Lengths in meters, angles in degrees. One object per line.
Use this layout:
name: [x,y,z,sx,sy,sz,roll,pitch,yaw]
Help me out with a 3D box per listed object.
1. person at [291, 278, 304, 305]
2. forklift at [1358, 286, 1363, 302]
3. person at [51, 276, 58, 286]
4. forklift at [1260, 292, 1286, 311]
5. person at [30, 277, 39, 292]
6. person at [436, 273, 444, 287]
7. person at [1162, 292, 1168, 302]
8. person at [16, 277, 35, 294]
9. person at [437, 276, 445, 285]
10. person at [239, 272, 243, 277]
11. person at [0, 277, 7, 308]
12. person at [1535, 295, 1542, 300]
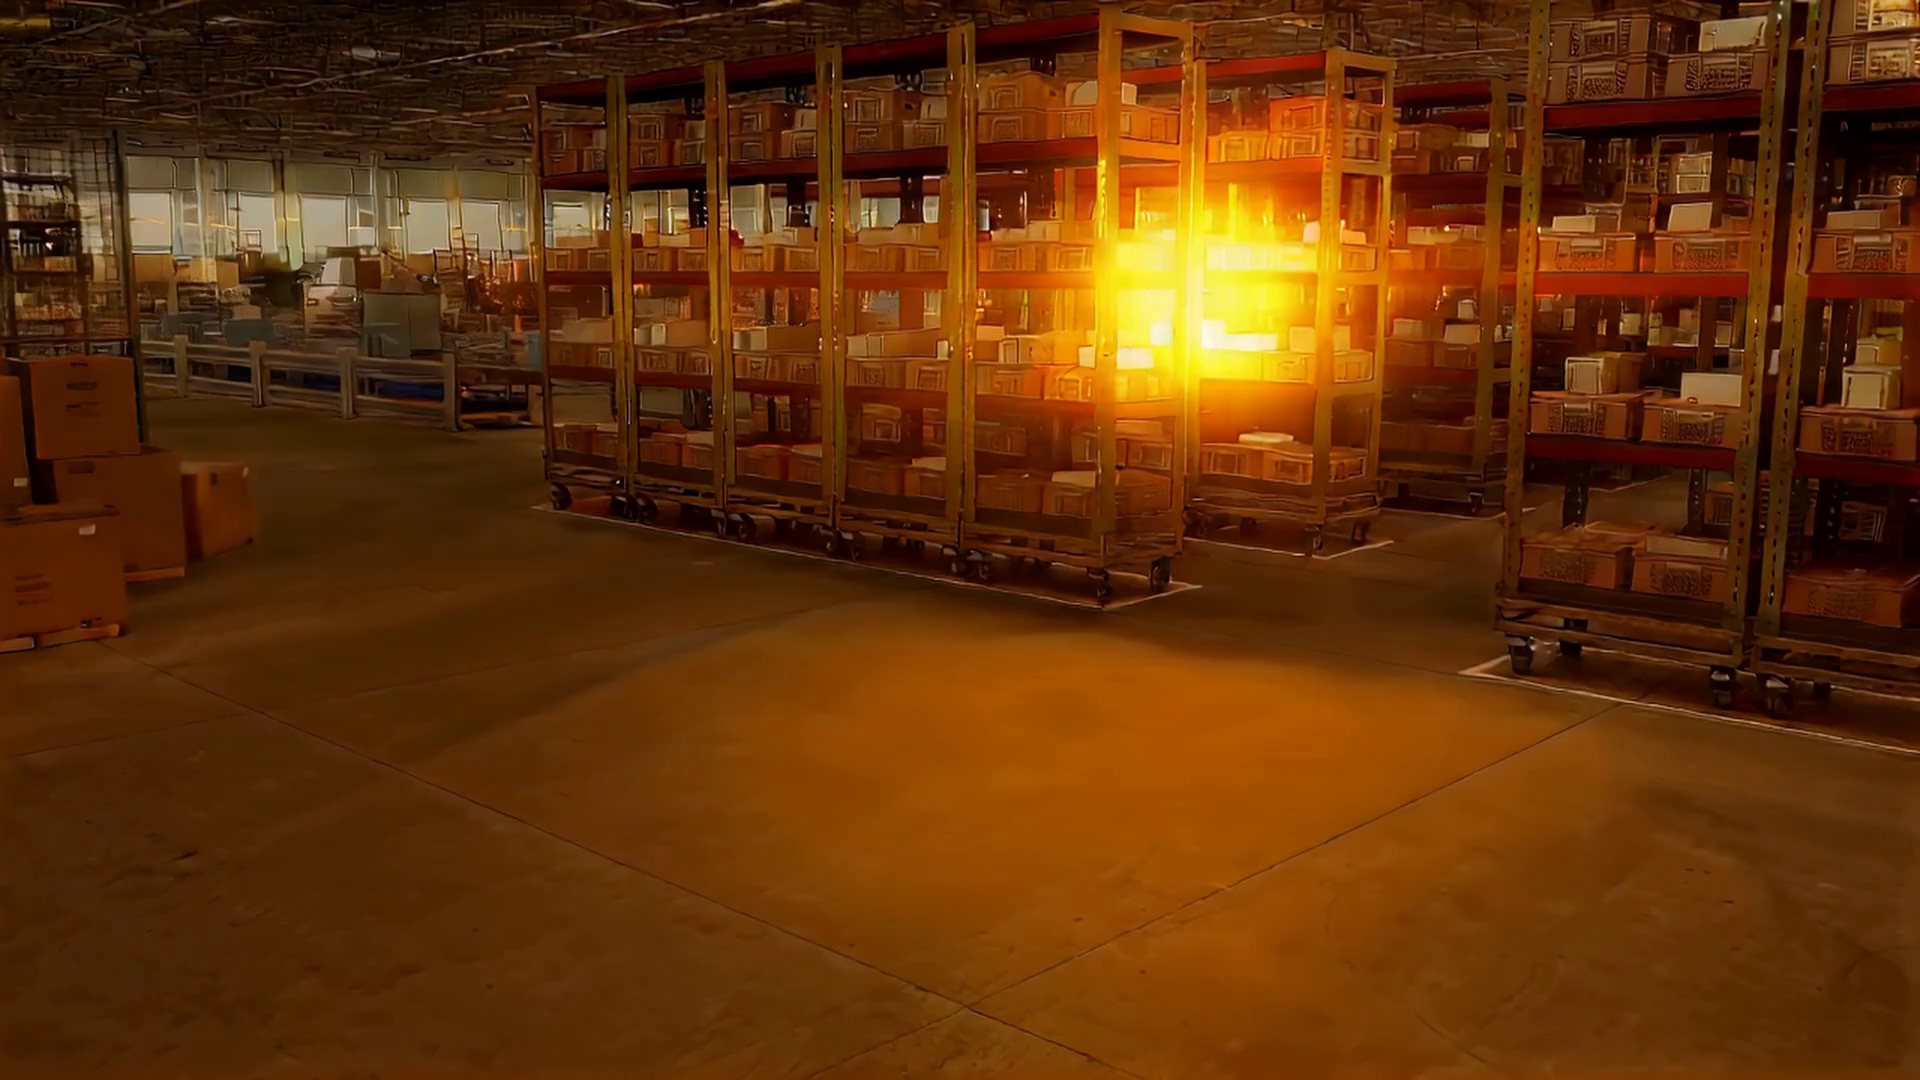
person: [-23.955,-8.638,60.310,0.523,1.770,0.315,-1,9,-8]
forklift: [11.100,-7.017,46.970,1.873,2.768,1.129,9,13,43]
person: [-44.988,-12.403,82.842,0.625,1.943,0.951,6,11,33]
forklift: [10.677,-8.305,54.863,1.129,2.768,1.873,9,13,43]
person: [-29.960,-7.631,53.837,0.509,1.868,0.328,3,10,19]
person: [-17.870,-8.258,57.430,0.632,1.942,0.459,9,13,44]
person: [6.221,-6.929,49.894,0.528,1.743,0.735,-9,13,-43]
person: [-29.772,-7.541,53.067,0.552,1.934,0.373,-9,13,-44]
person: [-19.141,-8.891,61.643,0.694,1.845,0.540,-6,11,-31]
person: [-37.178,-12.948,86.212,0.552,1.936,0.358,8,12,41]
person: [-44.882,-11.583,77.970,0.522,1.903,0.584,-5,10,-27]
person: [15.385,-6.146,44.875,0.589,1.822,0.404,1,9,5]
